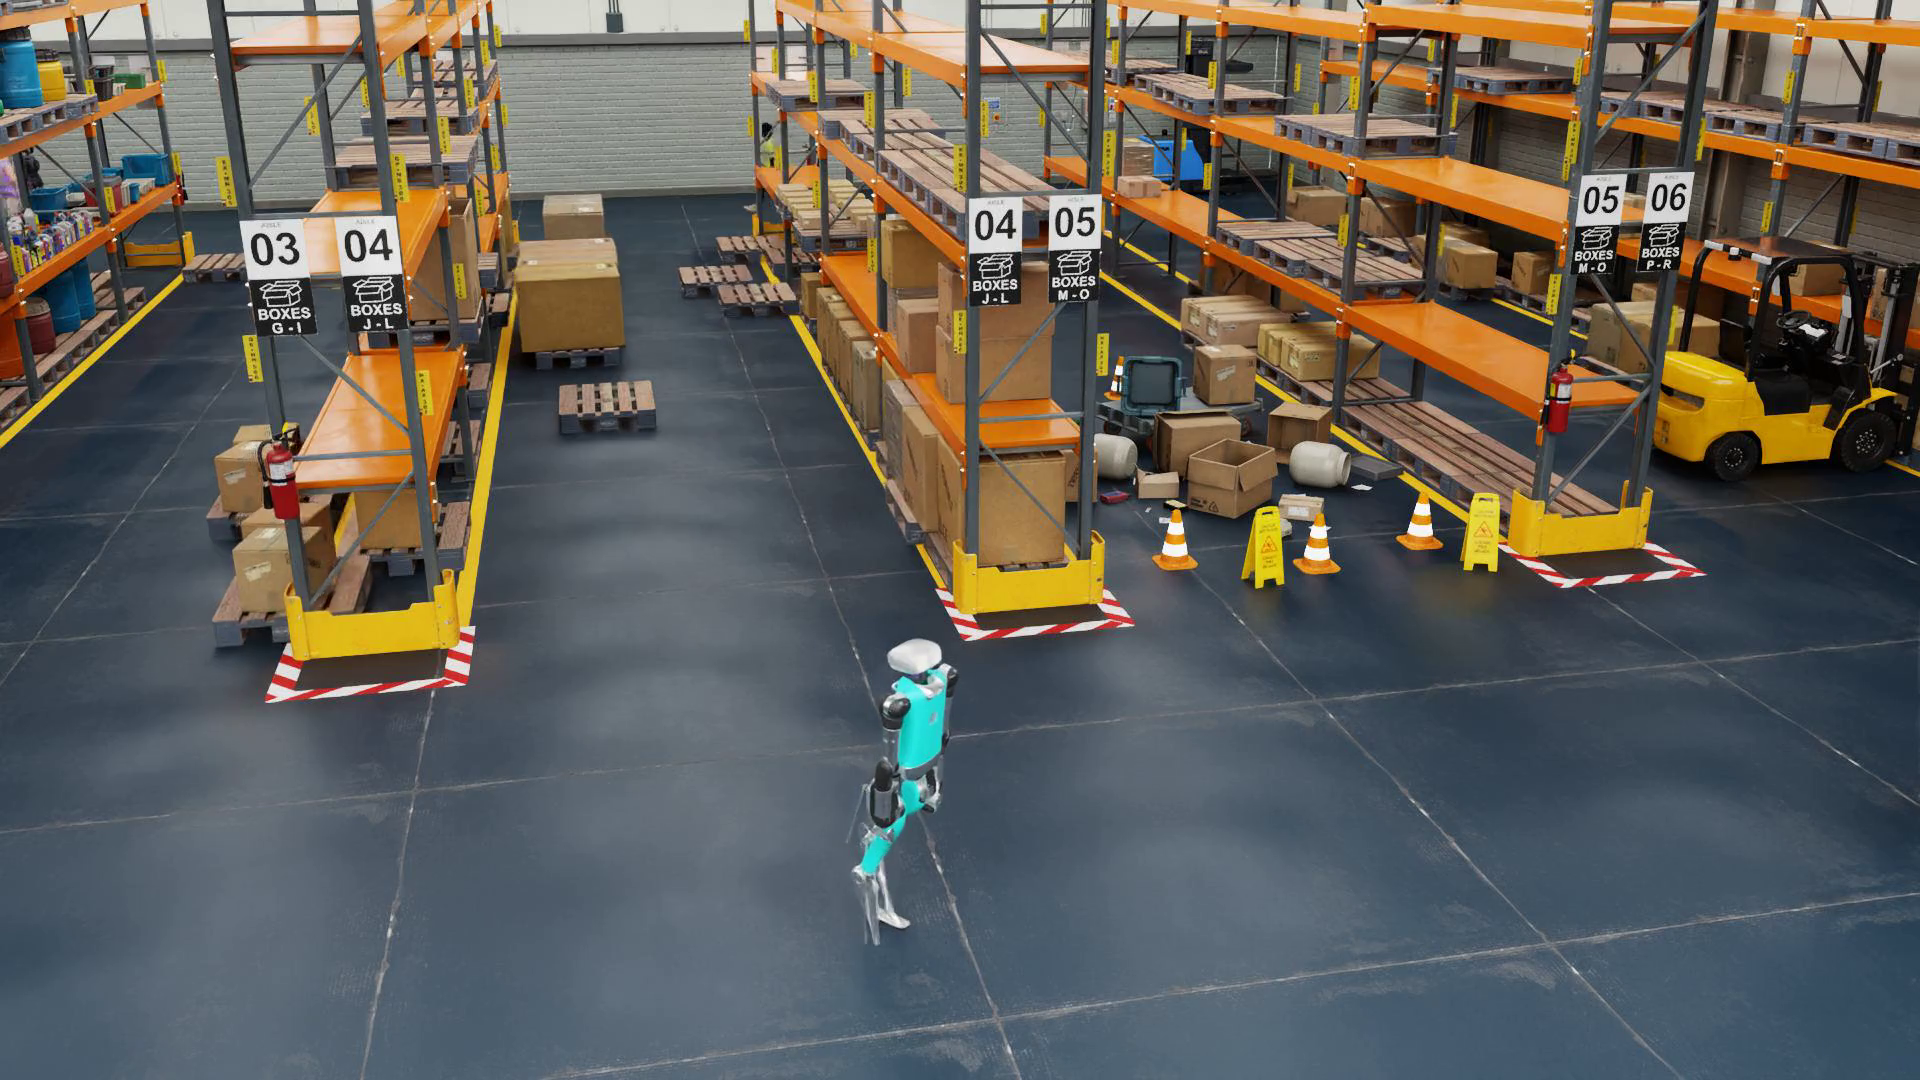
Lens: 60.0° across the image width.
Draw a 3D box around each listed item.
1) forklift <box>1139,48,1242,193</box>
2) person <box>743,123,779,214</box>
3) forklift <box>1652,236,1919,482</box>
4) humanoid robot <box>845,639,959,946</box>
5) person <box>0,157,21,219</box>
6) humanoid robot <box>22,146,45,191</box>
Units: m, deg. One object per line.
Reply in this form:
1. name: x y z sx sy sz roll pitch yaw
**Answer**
1. forklift: 4.566 -8.313 32.860 1.873 2.768 1.129 -4 21 -12
2. person: -3.570 -6.827 30.590 0.875 1.644 0.543 -1 20 -3
3. forklift: 8.013 -1.814 16.330 2.313 2.155 1.214 -4 21 -12
4. humanoid robot: -0.400 1.343 8.624 0.763 1.880 0.541 14 25 34
5. person: -15.604 -5.628 27.349 0.507 1.661 0.470 14 25 33
6. humanoid robot: -15.524 -5.885 28.011 0.418 1.649 0.590 -3 21 -8
